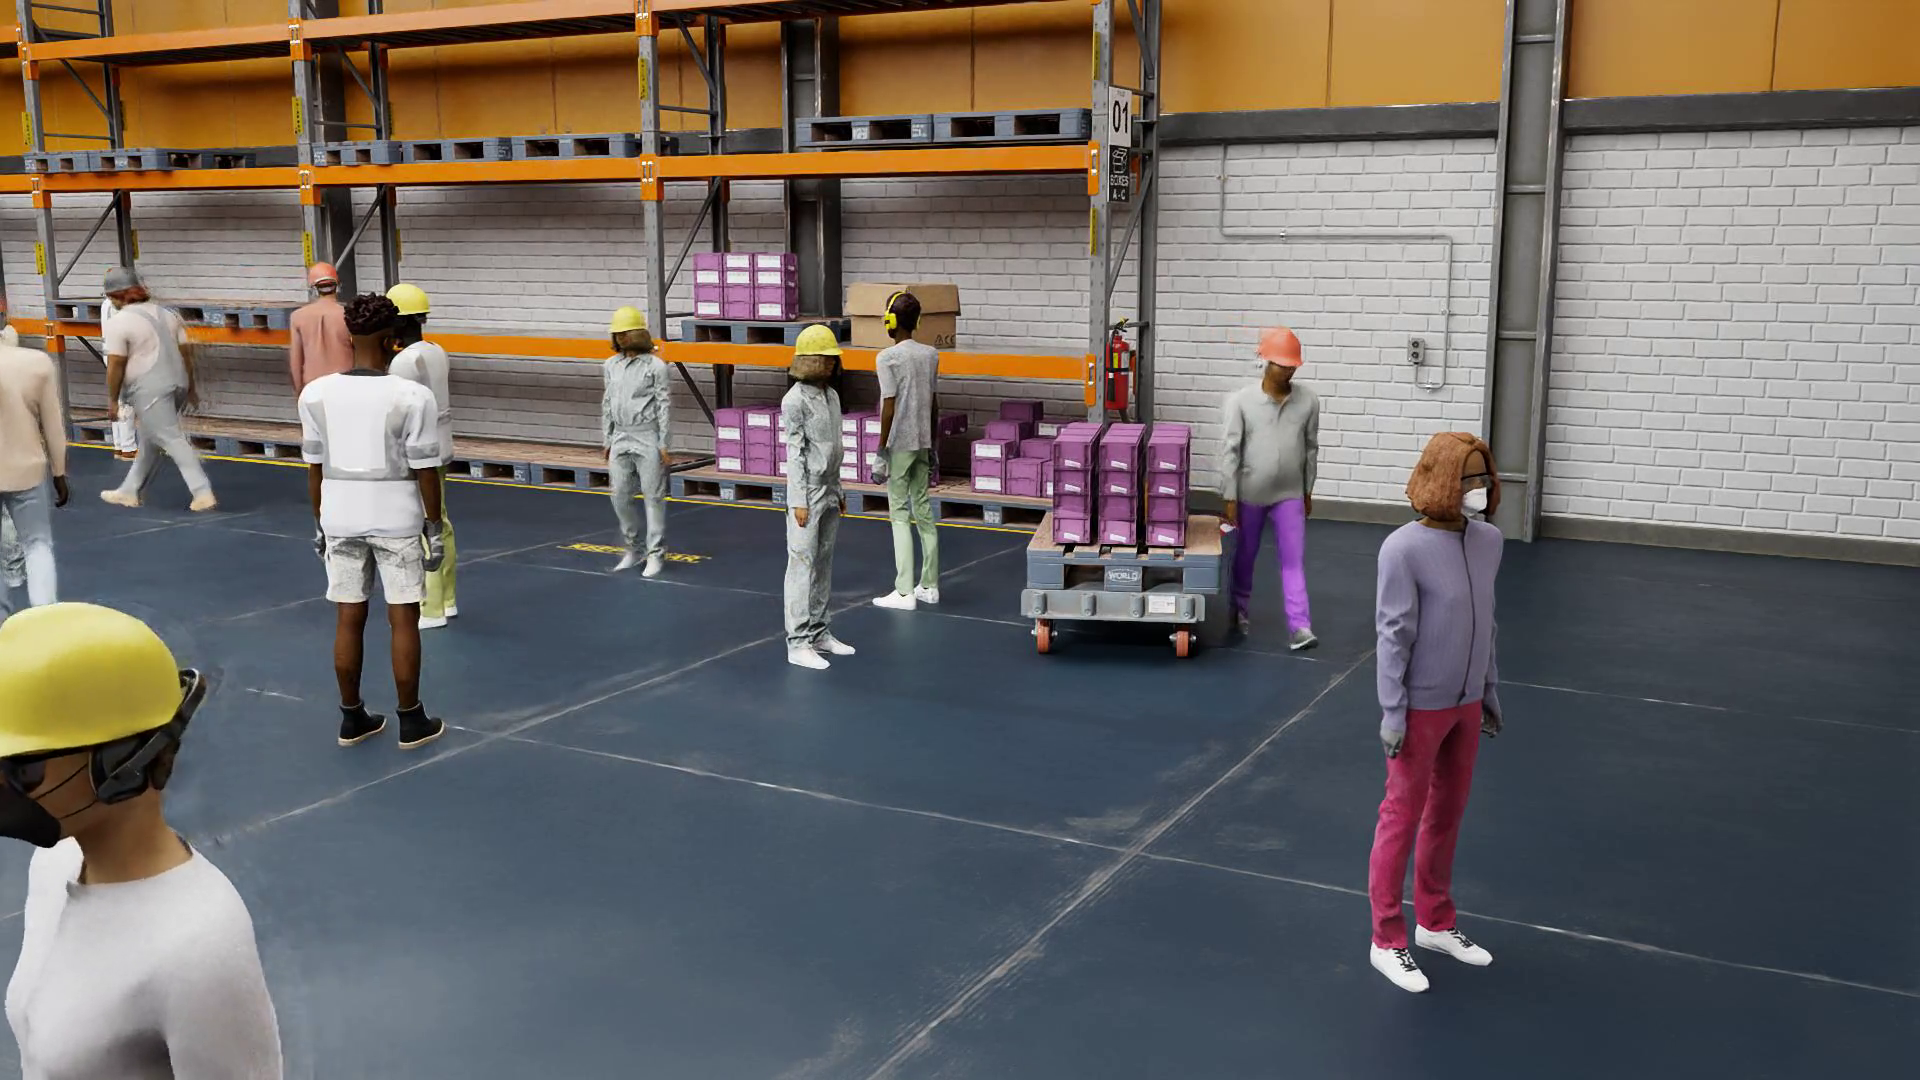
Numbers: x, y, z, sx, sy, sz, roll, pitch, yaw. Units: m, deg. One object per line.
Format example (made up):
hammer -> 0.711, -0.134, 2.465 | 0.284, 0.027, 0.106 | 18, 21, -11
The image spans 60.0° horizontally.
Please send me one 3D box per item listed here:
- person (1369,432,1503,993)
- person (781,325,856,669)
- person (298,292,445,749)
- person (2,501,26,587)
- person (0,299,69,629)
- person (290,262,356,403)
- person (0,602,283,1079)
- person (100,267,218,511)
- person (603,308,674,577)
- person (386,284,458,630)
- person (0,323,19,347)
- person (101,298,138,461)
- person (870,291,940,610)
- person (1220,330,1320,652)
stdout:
person -> 1.411, 0.492, 4.892 | 0.506, 1.633, 0.279 | -7, 13, -35
person -> -0.727, -0.227, 8.532 | 0.294, 1.744, 0.486 | 4, 11, 21
person -> -2.493, -0.074, 7.122 | 0.598, 1.958, 0.371 | 1, 10, 4
person -> -6.114, -0.549, 10.298 | 0.486, 1.744, 0.311 | -8, 13, -37
person -> -4.838, -0.320, 8.390 | 0.629, 1.981, 0.648 | -8, 13, -36
person -> -5.058, -1.259, 13.561 | 0.677, 1.977, 0.523 | 0, 10, 1
person -> -1.043, 0.934, 2.143 | 0.401, 1.755, 0.530 | -9, 14, -41
person -> -6.435, -1.238, 13.262 | 1.102, 2.000, 0.689 | 2, 10, 10
person -> -2.074, -0.633, 10.794 | 0.545, 1.736, 0.413 | 5, 11, 24
person -> -3.037, -0.452, 9.296 | 0.383, 1.926, 0.596 | 0, 10, 1
person -> -7.075, -0.947, 11.991 | 0.588, 1.923, 0.383 | -4, 11, -23
person -> -8.197, -1.717, 16.311 | 0.341, 1.883, 0.586 | -8, 13, -38
person -> -0.322, -0.523, 9.811 | 0.310, 1.868, 0.533 | 9, 14, 40
person -> 1.666, -0.271, 8.907 | 0.577, 1.694, 0.931 | -1, 10, -8
